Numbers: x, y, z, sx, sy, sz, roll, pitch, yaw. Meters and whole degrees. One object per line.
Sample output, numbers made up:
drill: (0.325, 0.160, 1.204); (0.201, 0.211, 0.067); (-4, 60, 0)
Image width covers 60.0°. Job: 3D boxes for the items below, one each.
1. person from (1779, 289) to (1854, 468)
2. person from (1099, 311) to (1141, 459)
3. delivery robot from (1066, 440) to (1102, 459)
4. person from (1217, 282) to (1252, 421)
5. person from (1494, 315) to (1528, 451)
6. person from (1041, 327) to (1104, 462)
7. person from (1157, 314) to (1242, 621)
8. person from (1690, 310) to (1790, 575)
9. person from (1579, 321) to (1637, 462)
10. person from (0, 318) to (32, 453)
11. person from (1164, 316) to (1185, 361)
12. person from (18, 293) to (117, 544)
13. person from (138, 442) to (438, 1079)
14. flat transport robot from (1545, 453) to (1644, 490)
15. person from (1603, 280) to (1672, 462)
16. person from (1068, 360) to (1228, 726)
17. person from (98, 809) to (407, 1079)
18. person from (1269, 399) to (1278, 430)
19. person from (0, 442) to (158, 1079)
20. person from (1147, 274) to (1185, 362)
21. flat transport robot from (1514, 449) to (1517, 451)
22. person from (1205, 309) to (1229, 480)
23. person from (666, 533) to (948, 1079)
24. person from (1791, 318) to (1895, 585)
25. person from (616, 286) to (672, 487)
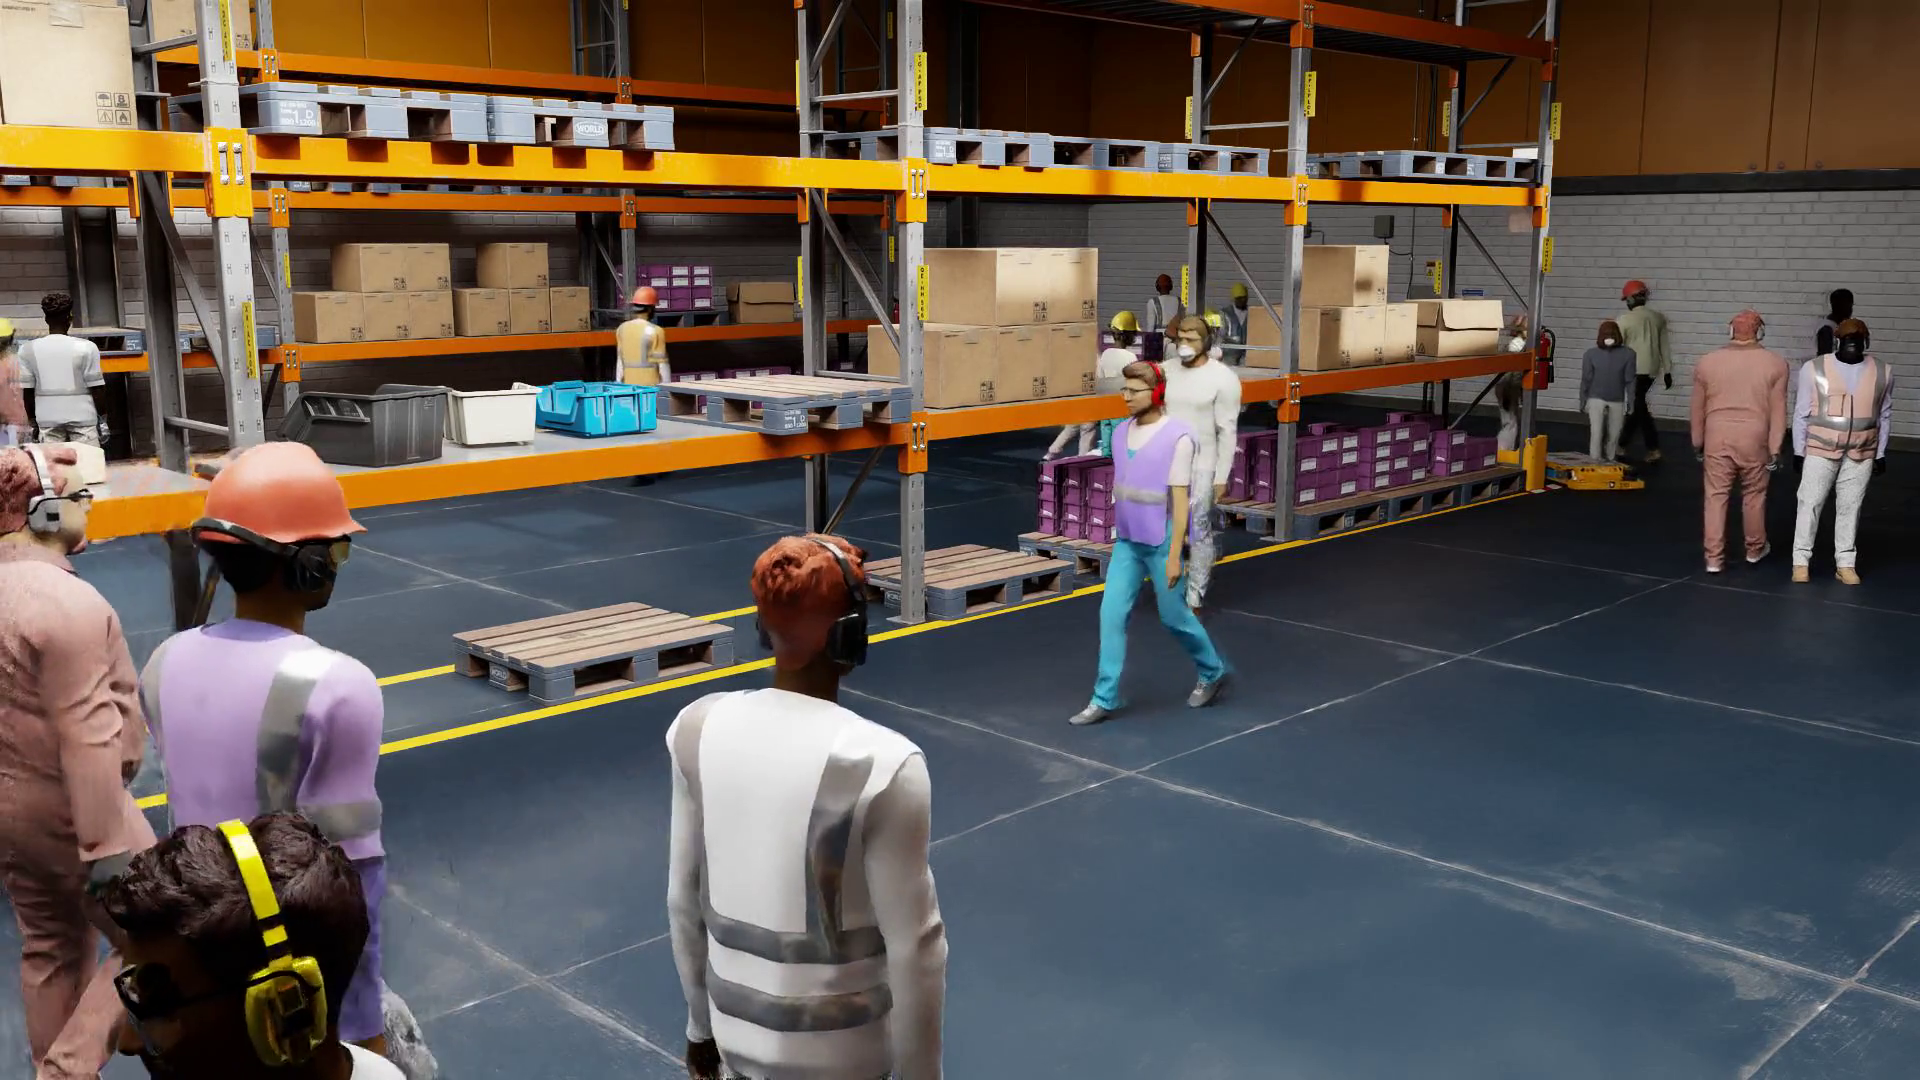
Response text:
person: (8.644, -1.581, 16.711); (0.785, 1.890, 0.607); (9, 14, 40)
person: (1.368, -1.054, 14.141); (0.331, 1.767, 0.527); (-5, 12, -26)
delivery robot: (1.306, -0.661, 15.046); (0.707, 0.478, 0.477); (-7, 12, -34)
person: (3.655, -2.475, 21.789); (0.599, 1.805, 0.675); (0, 10, 3)
person: (5.510, -1.430, 16.614); (0.348, 1.627, 0.522); (6, 12, 29)
person: (1.089, -1.398, 15.702); (0.581, 1.884, 0.664); (-9, 14, -40)
person: (1.397, -0.419, 10.218); (0.639, 1.927, 0.437); (8, 13, 38)
person: (5.603, -0.708, 11.956); (0.657, 1.867, 0.859); (7, 13, 34)
person: (6.344, -1.365, 16.327); (0.517, 1.590, 0.623); (3, 11, 14)
person: (-7.711, -0.958, 13.660); (0.537, 1.752, 0.506); (10, 14, 43)
person: (2.097, -1.364, 16.196); (0.287, 1.631, 0.501); (2, 11, 10)
person: (-6.935, -0.932, 12.927); (0.603, 1.966, 0.368); (-2, 11, -11)
person: (-1.265, 0.800, 3.381); (0.637, 2.003, 0.941); (5, 12, 27)
flat transport robot: (5.990, -0.687, 16.222); (0.652, 0.197, 1.431); (-2, 11, -8)
person: (7.310, -1.816, 17.844); (0.640, 1.935, 1.022); (-3, 11, -16)
person: (0.987, 0.005, 8.265); (0.911, 1.812, 0.582); (-7, 13, -34)
person: (-0.702, 1.184, 1.743); (0.762, 1.837, 0.515); (-7, 12, -33)
person: (3.541, -1.702, 17.988); (0.880, 1.650, 0.547); (-10, 14, -43)
person: (-2.276, 0.693, 4.257); (0.680, 1.891, 0.423); (7, 13, 35)
person: (2.766, -2.641, 22.463); (0.572, 1.887, 0.354); (-4, 11, -21)
flat transport robot: (4.983, -0.877, 17.258); (1.431, 0.197, 0.652); (7, 13, 34)
person: (2.269, -1.298, 15.585); (0.906, 1.709, 0.533); (-7, 12, -32)
person: (-0.261, 0.917, 3.109); (0.603, 1.879, 0.431); (7, 13, 34)
person: (6.084, -0.606, 11.493); (0.624, 1.844, 0.430); (2, 11, 13)
person: (-2.977, -1.492, 16.115); (0.575, 1.910, 0.783); (6, 12, 32)
